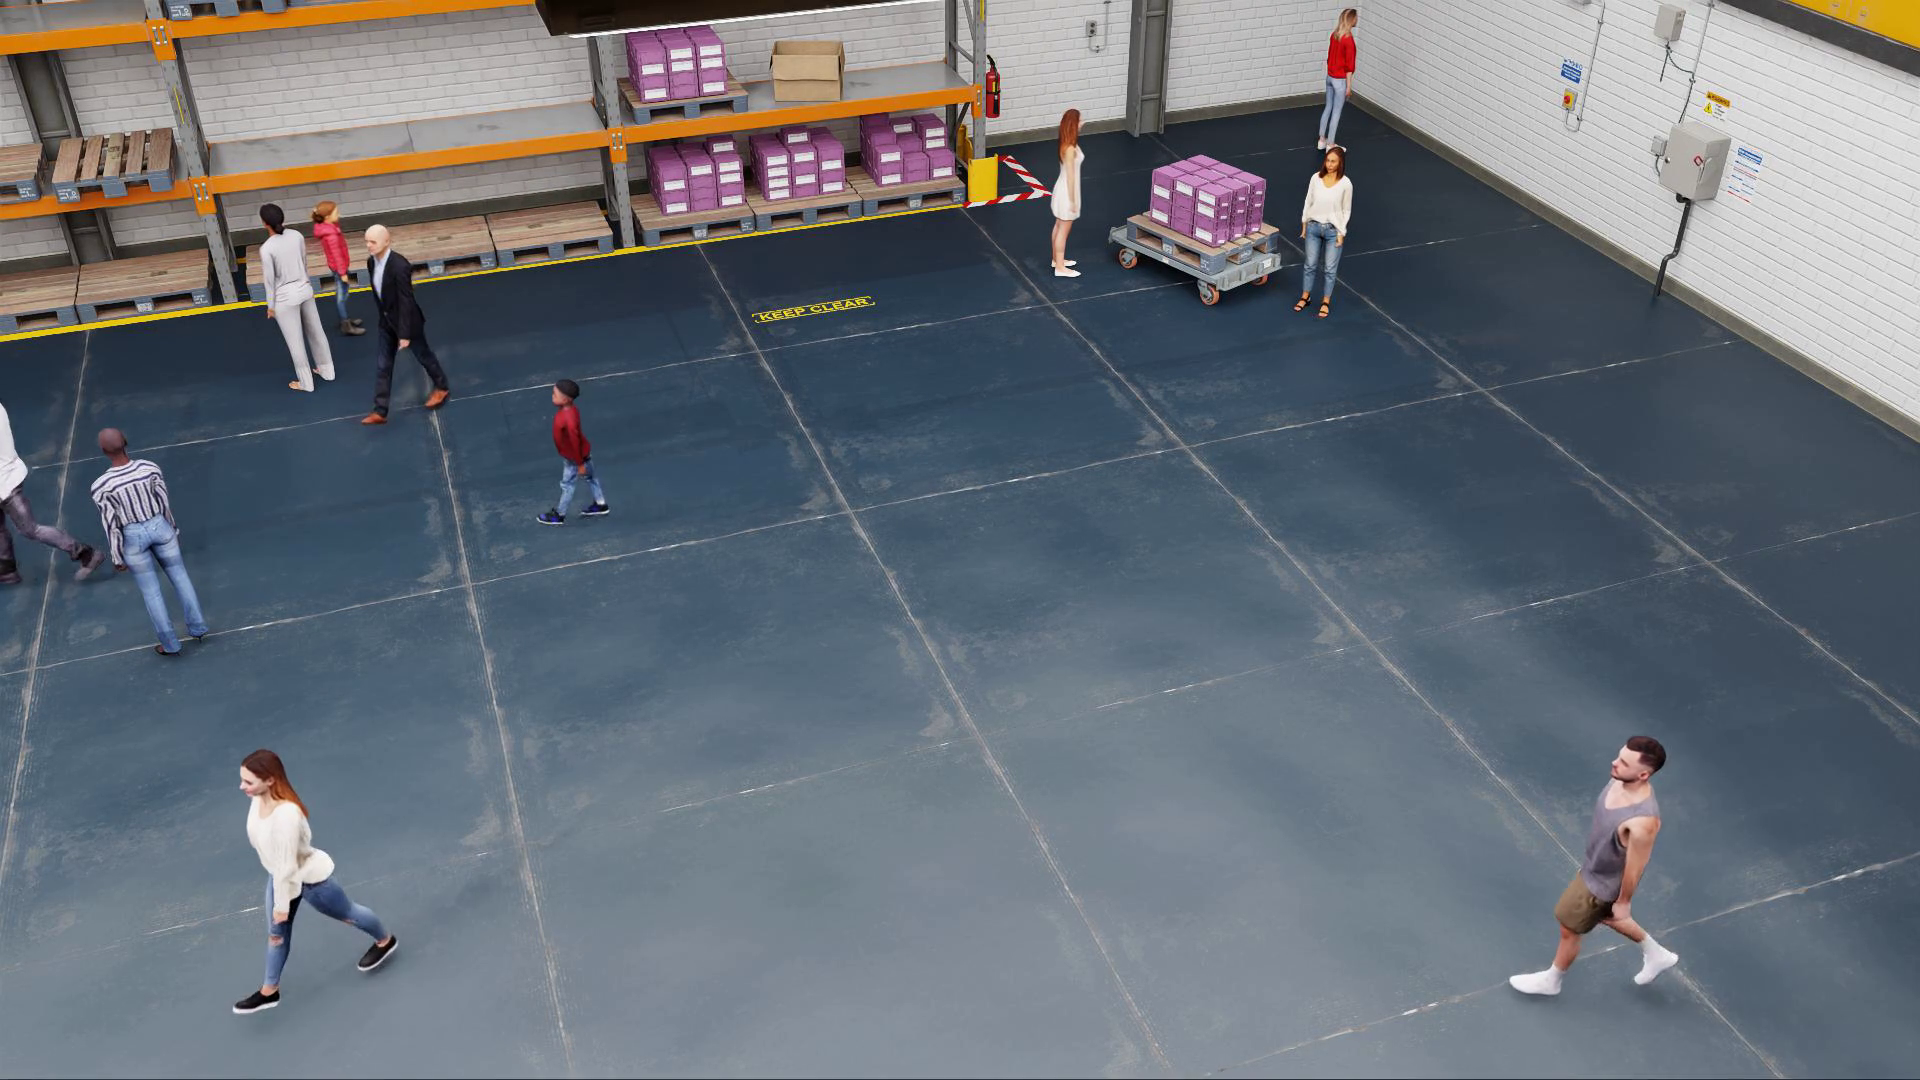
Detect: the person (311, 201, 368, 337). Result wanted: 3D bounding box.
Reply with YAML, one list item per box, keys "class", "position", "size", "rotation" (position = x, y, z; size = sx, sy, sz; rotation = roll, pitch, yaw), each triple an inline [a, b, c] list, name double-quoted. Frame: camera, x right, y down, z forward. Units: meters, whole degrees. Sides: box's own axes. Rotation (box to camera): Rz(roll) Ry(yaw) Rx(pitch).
- class: "person"
  position: [-5.903, -2.584, 15.760]
  size: [0.500, 1.316, 0.531]
  rotation: [-15, 36, -21]

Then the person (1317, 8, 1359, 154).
- class: "person"
  position: [4.482, -5.445, 19.716]
  size: [0.496, 1.703, 0.619]
  rotation: [-12, 35, -17]

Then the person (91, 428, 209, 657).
- class: "person"
  position: [-5.569, 0.018, 11.412]
  size: [0.760, 1.796, 0.634]
  rotation: [26, 42, 34]

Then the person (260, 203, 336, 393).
- class: "person"
  position: [-5.909, -2.158, 14.739]
  size: [0.774, 1.736, 0.694]
  rotation: [18, 38, 25]

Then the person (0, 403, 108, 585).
- class: "person"
  position: [-6.841, -0.426, 12.070]
  size: [1.170, 1.808, 0.693]
  rotation: [-11, 35, -16]

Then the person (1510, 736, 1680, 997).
- class: "person"
  position: [3.500, 1.754, 8.747]
  size: [1.206, 1.826, 0.966]
  rotation: [4, 34, 6]

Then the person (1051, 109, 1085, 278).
- class: "person"
  position: [1.080, -3.518, 16.812]
  size: [0.620, 1.708, 0.619]
  rotation: [-1, 34, -2]

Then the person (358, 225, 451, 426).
- class: "person"
  position: [-4.740, -1.876, 14.304]
  size: [1.165, 1.749, 1.254]
  rotation: [16, 37, 22]

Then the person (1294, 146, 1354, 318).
- class: "person"
  position: [3.523, -2.991, 16.042]
  size: [0.693, 1.682, 0.734]
  rotation: [18, 38, 25]

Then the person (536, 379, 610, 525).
- class: "person"
  position: [-2.938, -0.693, 12.987]
  size: [0.810, 1.237, 0.593]
  rotation: [-6, 34, -9]

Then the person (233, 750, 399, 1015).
- class: "person"
  position: [-3.441, 1.777, 8.908]
  size: [1.222, 1.640, 0.948]
  rotation: [-29, 43, -36]
